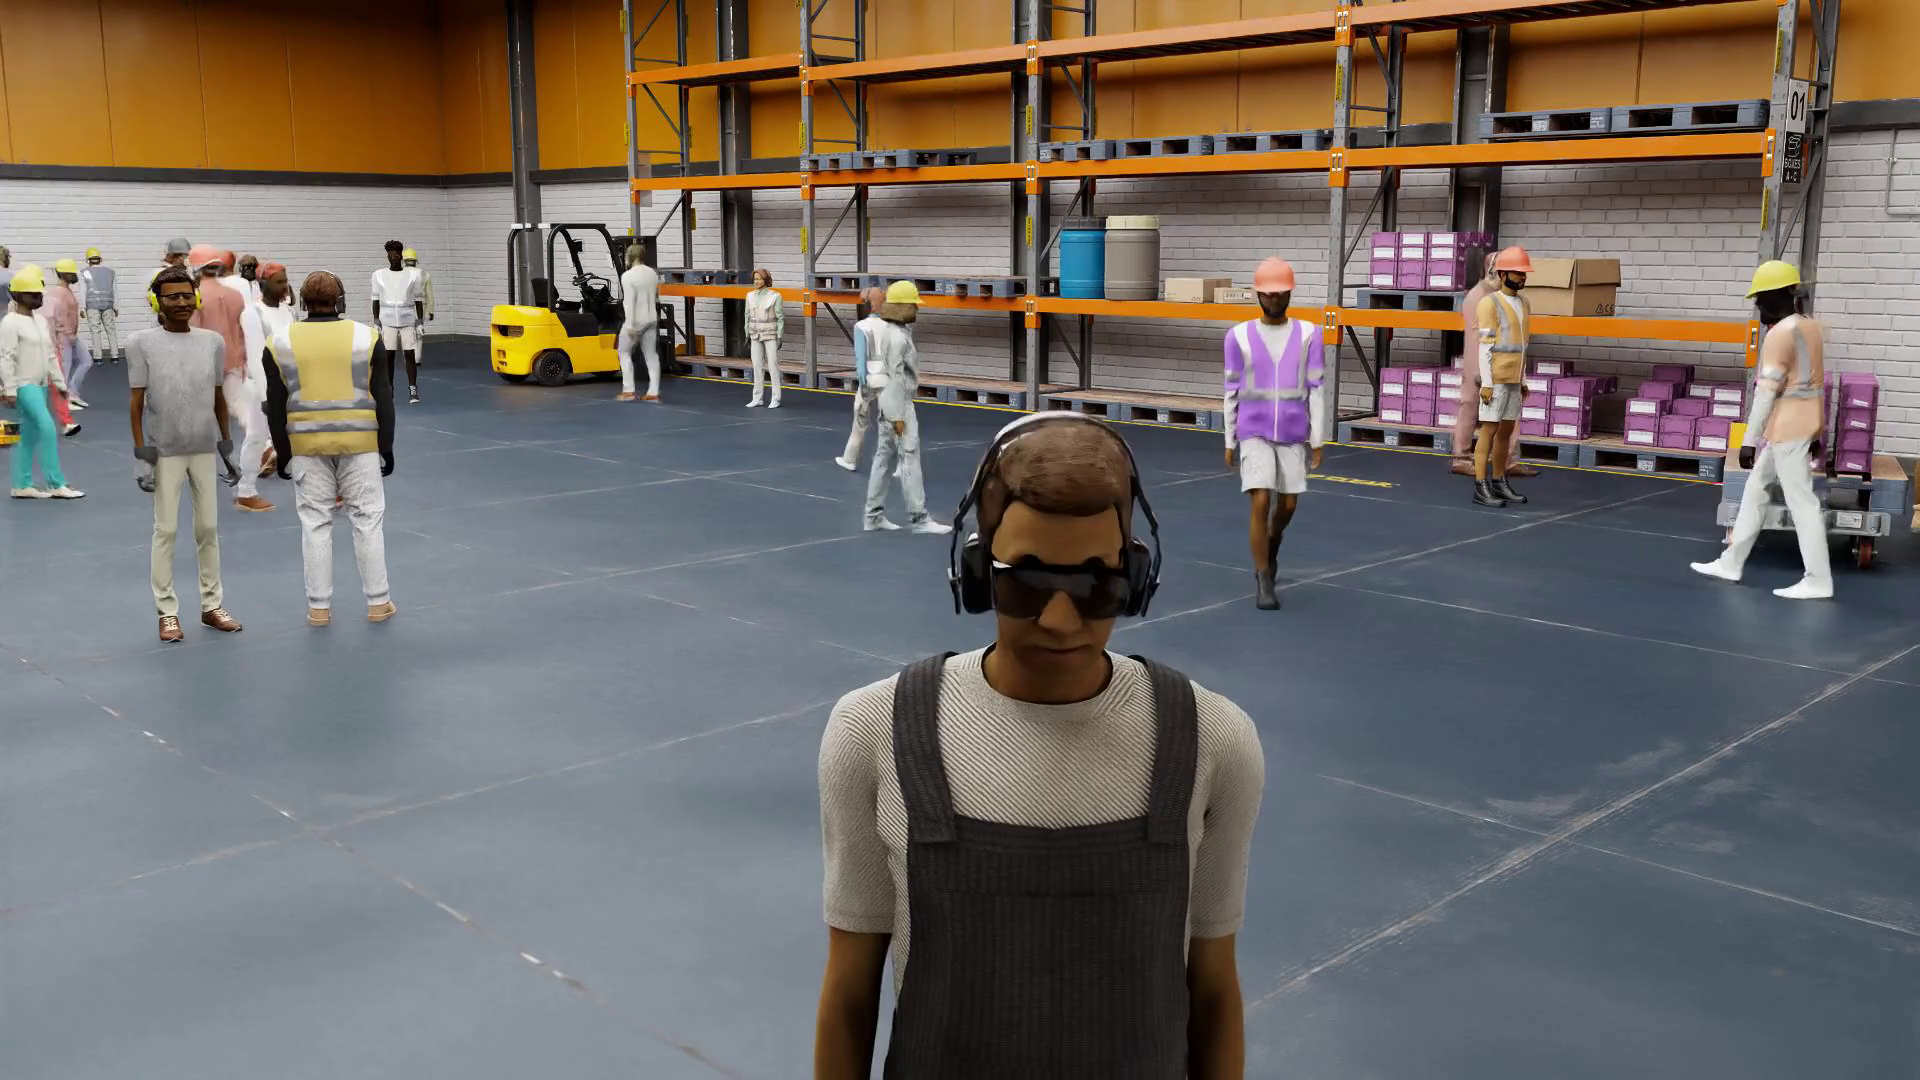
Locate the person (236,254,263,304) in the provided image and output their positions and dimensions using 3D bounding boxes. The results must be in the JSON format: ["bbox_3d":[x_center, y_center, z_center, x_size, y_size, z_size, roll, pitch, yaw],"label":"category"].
[{"bbox_3d":[-8.166,-2.390,19.215,0.643,1.817,0.608,-2,11,-13],"label":"person"}]

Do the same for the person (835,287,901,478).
[{"bbox_3d":[-0.700,-1.326,14.009,0.516,1.591,0.874,-7,13,-35],"label":"person"}]

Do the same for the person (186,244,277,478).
[{"bbox_3d":[-6.128,-1.476,13.844,0.941,1.964,0.633,5,12,26],"label":"person"}]

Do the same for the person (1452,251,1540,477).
[{"bbox_3d":[4.478,-1.432,13.769,0.673,1.877,0.827,-9,14,-42],"label":"person"}]

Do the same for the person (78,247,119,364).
[{"bbox_3d":[-13.553,-3.676,26.163,0.403,1.827,0.600,9,13,39],"label":"person"}]

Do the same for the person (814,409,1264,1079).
[{"bbox_3d":[0.088,0.766,1.909,0.507,1.843,0.346,-1,10,-4],"label":"person"}]

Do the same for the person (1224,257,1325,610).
[{"bbox_3d":[1.731,-0.614,9.257,0.551,1.910,0.845,1,10,3],"label":"person"}]

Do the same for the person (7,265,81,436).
[{"bbox_3d":[-9.178,-1.874,16.618,0.908,1.715,0.543,9,14,40],"label":"person"}]

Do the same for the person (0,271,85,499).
[{"bbox_3d":[-6.969,-1.165,12.685,0.719,1.740,0.546,0,10,-2],"label":"person"}]

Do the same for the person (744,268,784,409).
[{"bbox_3d":[-2.294,-2.357,19.493,0.523,1.638,0.310,5,12,27],"label":"person"}]

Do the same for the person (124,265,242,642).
[{"bbox_3d":[-3.899,-0.433,8.381,0.328,1.869,0.517,10,14,43],"label":"person"}]

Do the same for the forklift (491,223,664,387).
[{"bbox_3d":[-5.316,-3.263,22.920,2.313,2.155,1.214,-10,14,-44],"label":"forklift"}]

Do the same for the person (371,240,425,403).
[{"bbox_3d":[-6.784,-2.631,20.093,0.603,1.967,0.366,-3,11,-14],"label":"person"}]

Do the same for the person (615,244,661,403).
[{"bbox_3d":[-3.927,-2.619,20.170,0.696,1.913,0.639,6,12,31],"label":"person"}]

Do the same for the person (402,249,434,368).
[{"bbox_3d":[-8.382,-3.549,25.518,0.625,1.806,0.763,-2,11,-12],"label":"person"}]

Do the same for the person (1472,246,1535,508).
[{"bbox_3d":[4.088,-1.216,12.455,0.545,1.938,0.362,-8,13,-38],"label":"person"}]

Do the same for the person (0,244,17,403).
[{"bbox_3d":[-11.528,-2.626,20.238,0.665,1.898,0.892,5,12,25],"label":"person"}]

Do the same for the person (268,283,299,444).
[{"bbox_3d":[-6.520,-1.692,16.006,0.873,1.586,0.497,6,12,28],"label":"person"}]

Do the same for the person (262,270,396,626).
[{"bbox_3d":[-3.255,-0.472,8.661,0.619,1.845,0.430,-3,11,-15],"label":"person"}]

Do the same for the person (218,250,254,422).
[{"bbox_3d":[-7.708,-2.171,17.881,0.557,1.869,0.569,3,11,18],"label":"person"}]

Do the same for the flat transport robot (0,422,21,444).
[{"bbox_3d":[-9.795,-1.053,16.116,1.431,0.197,0.652,5,12,28],"label":"flat transport robot"}]

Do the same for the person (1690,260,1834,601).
[{"bbox_3d":[4.565,-0.624,9.389,0.923,1.870,0.640,9,13,39],"label":"person"}]

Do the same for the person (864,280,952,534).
[{"bbox_3d":[-0.385,-0.894,11.300,0.480,1.740,0.493,-2,11,-11],"label":"person"}]

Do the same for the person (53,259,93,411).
[{"bbox_3d":[-10.286,-2.358,19.207,0.415,1.755,0.541,-2,11,-12],"label":"person"}]

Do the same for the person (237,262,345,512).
[{"bbox_3d":[-4.899,-1.083,12.026,1.004,1.823,0.594,3,11,14],"label":"person"}]

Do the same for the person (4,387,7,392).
[{"bbox_3d":[-12.511,-2.820,21.473,0.626,1.840,0.430,8,13,36],"label":"person"}]

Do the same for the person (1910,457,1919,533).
[{"bbox_3d":[6.750,-1.043,11.220,0.607,2.045,0.390,-6,12,-29],"label":"person"}]

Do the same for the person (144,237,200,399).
[{"bbox_3d":[-9.230,-2.573,19.574,0.873,2.000,0.685,3,11,15],"label":"person"}]
